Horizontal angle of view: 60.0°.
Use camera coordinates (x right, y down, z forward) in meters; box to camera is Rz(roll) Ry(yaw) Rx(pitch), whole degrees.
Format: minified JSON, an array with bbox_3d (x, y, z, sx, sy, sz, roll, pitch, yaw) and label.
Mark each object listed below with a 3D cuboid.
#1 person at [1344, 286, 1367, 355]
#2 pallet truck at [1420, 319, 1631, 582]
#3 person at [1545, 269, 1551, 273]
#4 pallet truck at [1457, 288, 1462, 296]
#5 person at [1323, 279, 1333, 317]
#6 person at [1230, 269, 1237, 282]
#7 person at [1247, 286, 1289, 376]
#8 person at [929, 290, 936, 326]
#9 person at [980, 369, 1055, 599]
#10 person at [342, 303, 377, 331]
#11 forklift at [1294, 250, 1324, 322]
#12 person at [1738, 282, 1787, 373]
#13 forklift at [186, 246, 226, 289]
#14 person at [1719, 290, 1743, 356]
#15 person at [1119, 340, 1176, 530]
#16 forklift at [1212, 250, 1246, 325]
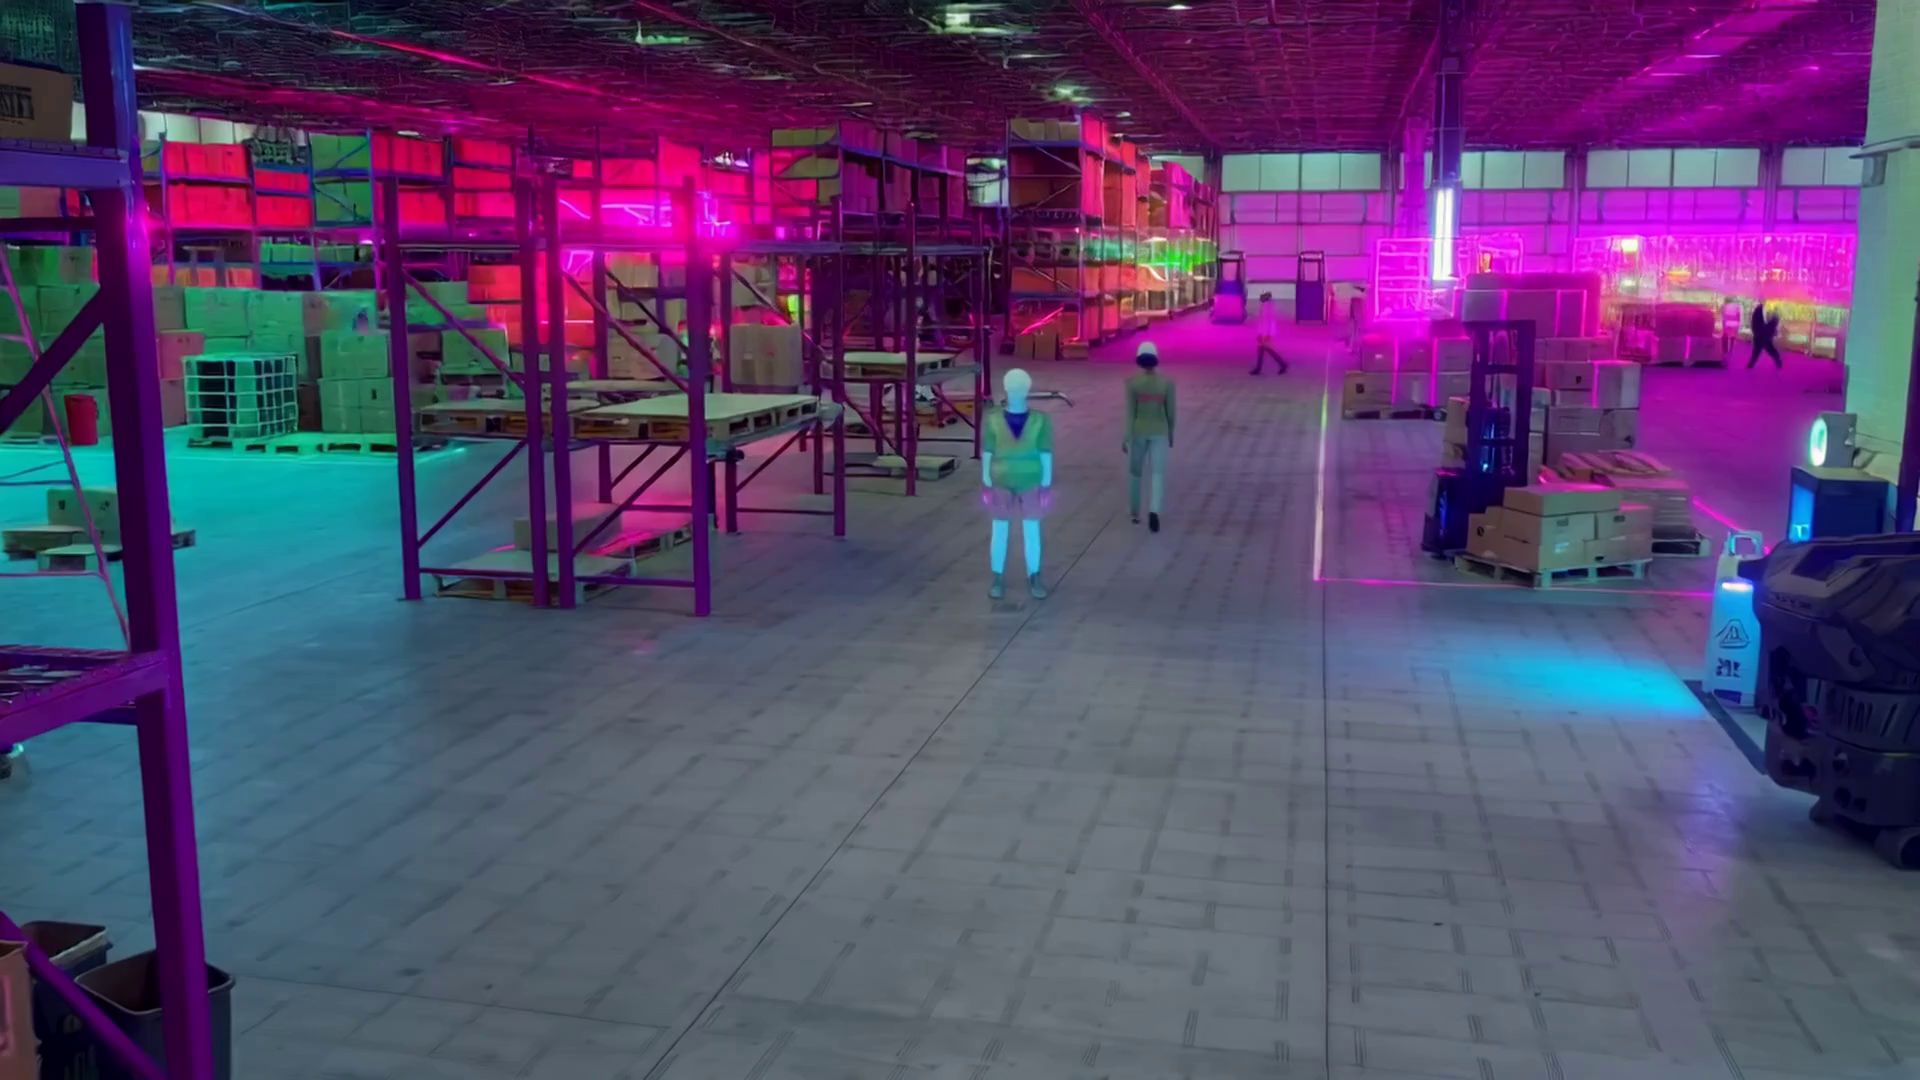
[{"bbox_3d":[10.326,-5.657,42.945,0.613,1.784,0.905,-8,12,-38],"label":"person"},{"bbox_3d":[4.543,-0.757,13.299,0.823,1.965,1.885,-4,10,-22],"label":"pallet truck"},{"bbox_3d":[28.669,-12.186,81.043,0.455,1.980,0.630,-2,10,-10],"label":"person"},{"bbox_3d":[20.506,-9.785,68.819,0.653,1.274,1.630,2,10,12],"label":"pallet truck"},{"bbox_3d":[15.640,-10.288,70.814,0.509,1.632,0.265,-2,10,-11],"label":"person"},{"bbox_3d":[15.027,-13.834,90.907,0.623,1.937,0.414,-3,10,-18],"label":"person"},{"bbox_3d":[6.565,-4.420,35.273,0.858,1.910,0.549,0,10,-1],"label":"person"},{"bbox_3d":[-0.717,-5.643,43.154,0.421,1.688,0.536,9,13,44],"label":"person"},{"bbox_3d":[0.418,-0.404,12.123,0.541,1.691,0.320,0,10,-2],"label":"person"},{"bbox_3d":[-9.207,-2.724,25.517,0.532,1.799,0.541,-6,11,-32],"label":"person"},{"bbox_3d":[13.778,-10.002,65.433,1.129,2.768,1.873,2,10,12],"label":"forklift"},{"bbox_3d":[17.639,-4.667,36.324,0.984,2.000,0.690,2,10,14],"label":"person"},{"bbox_3d":[-20.340,-6.556,45.027,1.129,2.768,1.873,2,10,12],"label":"forklift"},{"bbox_3d":[19.683,-5.530,42.474,0.562,1.681,0.370,3,10,18],"label":"person"},{"bbox_3d":[1.732,-0.972,15.355,0.521,1.734,0.819,1,10,4],"label":"person"},{"bbox_3d":[10.091,-9.454,62.186,1.129,2.768,1.873,3,10,15],"label":"forklift"}]
